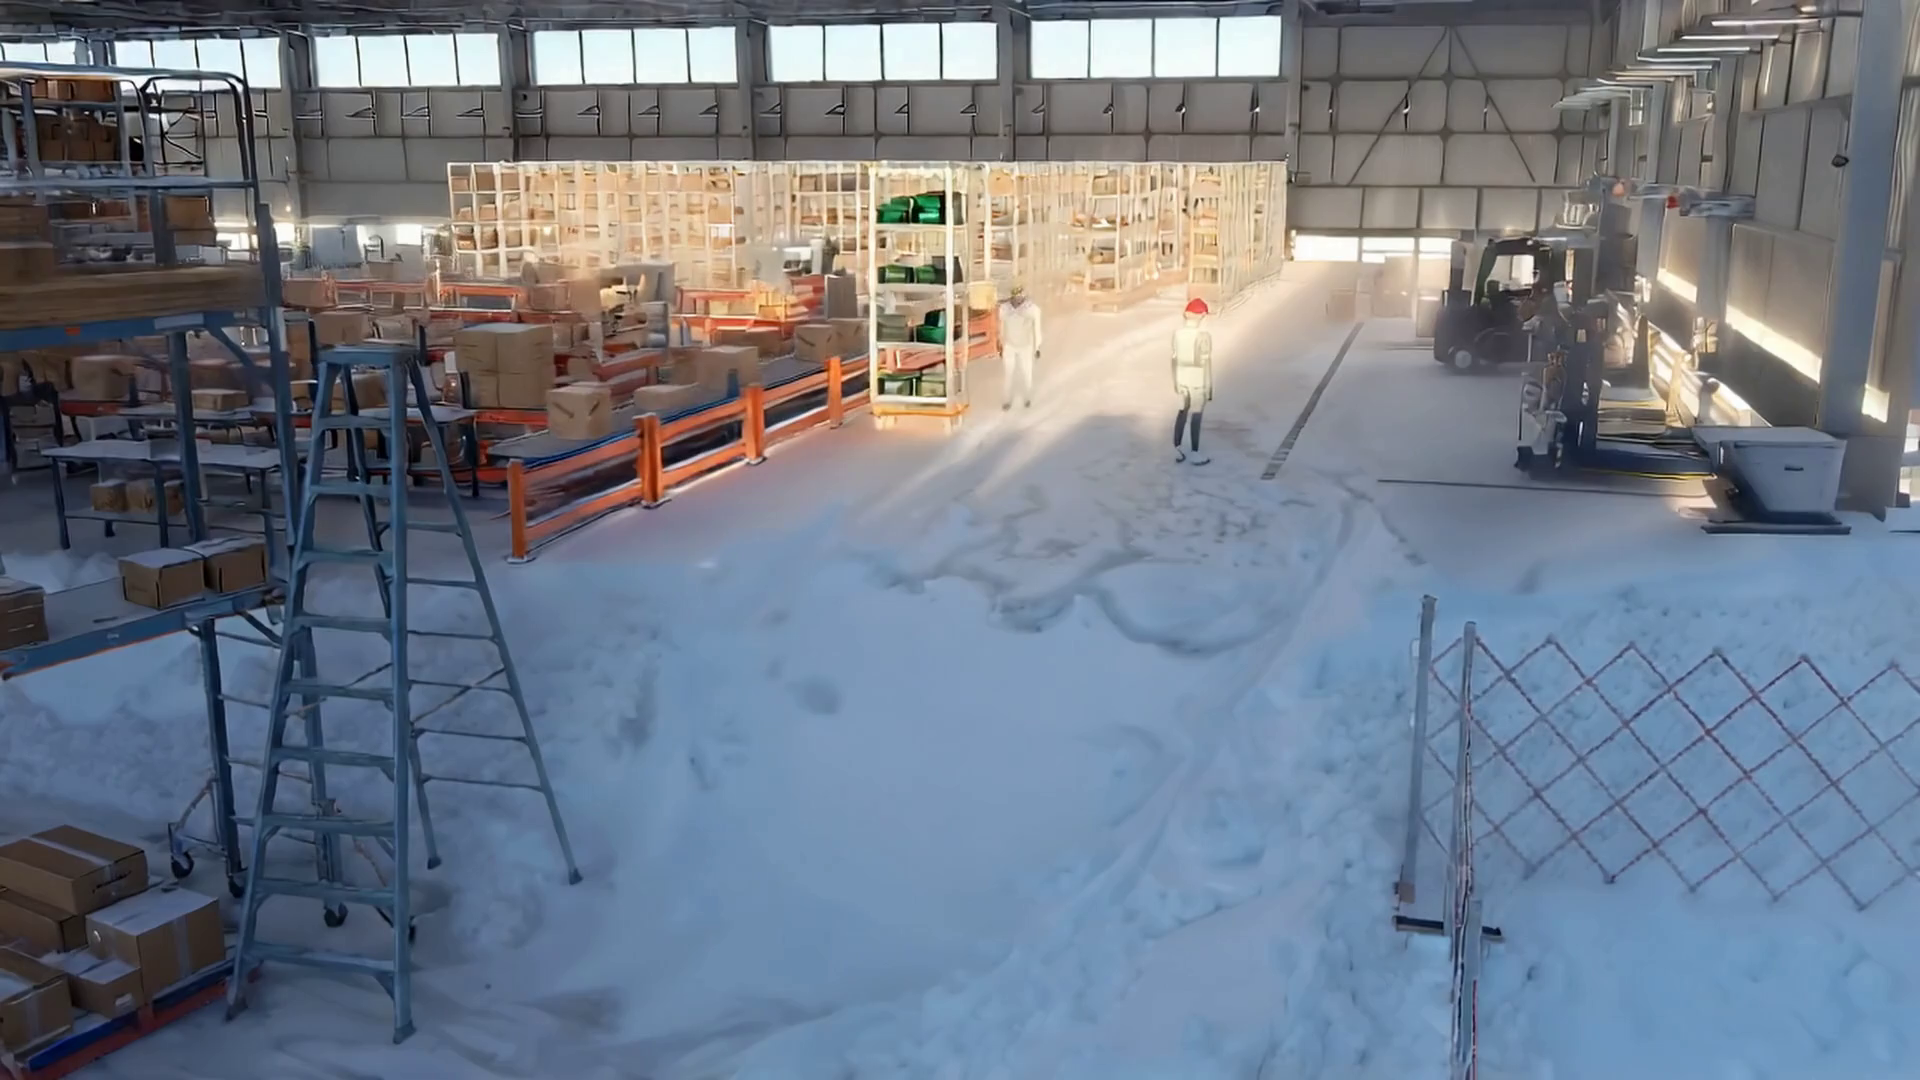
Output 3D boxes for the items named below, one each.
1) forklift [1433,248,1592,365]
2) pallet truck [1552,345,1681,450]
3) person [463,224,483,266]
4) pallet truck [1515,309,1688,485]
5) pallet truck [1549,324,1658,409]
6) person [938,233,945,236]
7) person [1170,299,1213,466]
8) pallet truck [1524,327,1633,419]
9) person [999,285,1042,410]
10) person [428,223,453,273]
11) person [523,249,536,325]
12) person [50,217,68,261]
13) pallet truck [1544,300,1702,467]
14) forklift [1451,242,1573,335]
[{"bbox_3d":[9.780,-4.111,29.280,2.680,1.987,1.157,3,13,14],"label":"forklift"},{"bbox_3d":[8.641,-1.896,21.908,1.630,1.274,0.653,4,14,16],"label":"pallet truck"},{"bbox_3d":[-15.352,-9.165,52.228,0.874,1.799,0.589,2,13,9],"label":"person"},{"bbox_3d":[7.554,-1.677,19.446,1.885,1.965,0.823,3,13,14],"label":"pallet truck"},{"bbox_3d":[9.824,-2.669,25.407,1.601,1.201,0.680,4,14,16],"label":"pallet truck"},{"bbox_3d":[-0.526,-8.699,50.106,0.374,1.843,0.575,1,13,6],"label":"person"},{"bbox_3d":[2.873,-1.942,20.488,0.385,2.041,0.615,-12,17,-41],"label":"person"},{"bbox_3d":[9.065,-2.460,24.370,1.522,1.261,0.704,3,13,14],"label":"pallet truck"},{"bbox_3d":[0.893,-2.870,24.902,0.668,1.863,0.959,2,13,8],"label":"person"},{"bbox_3d":[-14.504,-7.890,46.496,0.649,1.890,1.003,-3,13,-13],"label":"person"},{"bbox_3d":[-9.340,-5.444,36.222,0.310,1.768,0.533,0,13,-2],"label":"person"},{"bbox_3d":[-26.748,-8.632,49.560,0.908,1.957,0.664,-4,14,-17],"label":"person"},{"bbox_3d":[8.263,-1.952,20.631,1.885,1.965,0.823,5,14,20],"label":"pallet truck"},{"bbox_3d":[10.464,-4.597,31.405,2.680,1.987,1.157,4,14,16],"label":"forklift"}]
